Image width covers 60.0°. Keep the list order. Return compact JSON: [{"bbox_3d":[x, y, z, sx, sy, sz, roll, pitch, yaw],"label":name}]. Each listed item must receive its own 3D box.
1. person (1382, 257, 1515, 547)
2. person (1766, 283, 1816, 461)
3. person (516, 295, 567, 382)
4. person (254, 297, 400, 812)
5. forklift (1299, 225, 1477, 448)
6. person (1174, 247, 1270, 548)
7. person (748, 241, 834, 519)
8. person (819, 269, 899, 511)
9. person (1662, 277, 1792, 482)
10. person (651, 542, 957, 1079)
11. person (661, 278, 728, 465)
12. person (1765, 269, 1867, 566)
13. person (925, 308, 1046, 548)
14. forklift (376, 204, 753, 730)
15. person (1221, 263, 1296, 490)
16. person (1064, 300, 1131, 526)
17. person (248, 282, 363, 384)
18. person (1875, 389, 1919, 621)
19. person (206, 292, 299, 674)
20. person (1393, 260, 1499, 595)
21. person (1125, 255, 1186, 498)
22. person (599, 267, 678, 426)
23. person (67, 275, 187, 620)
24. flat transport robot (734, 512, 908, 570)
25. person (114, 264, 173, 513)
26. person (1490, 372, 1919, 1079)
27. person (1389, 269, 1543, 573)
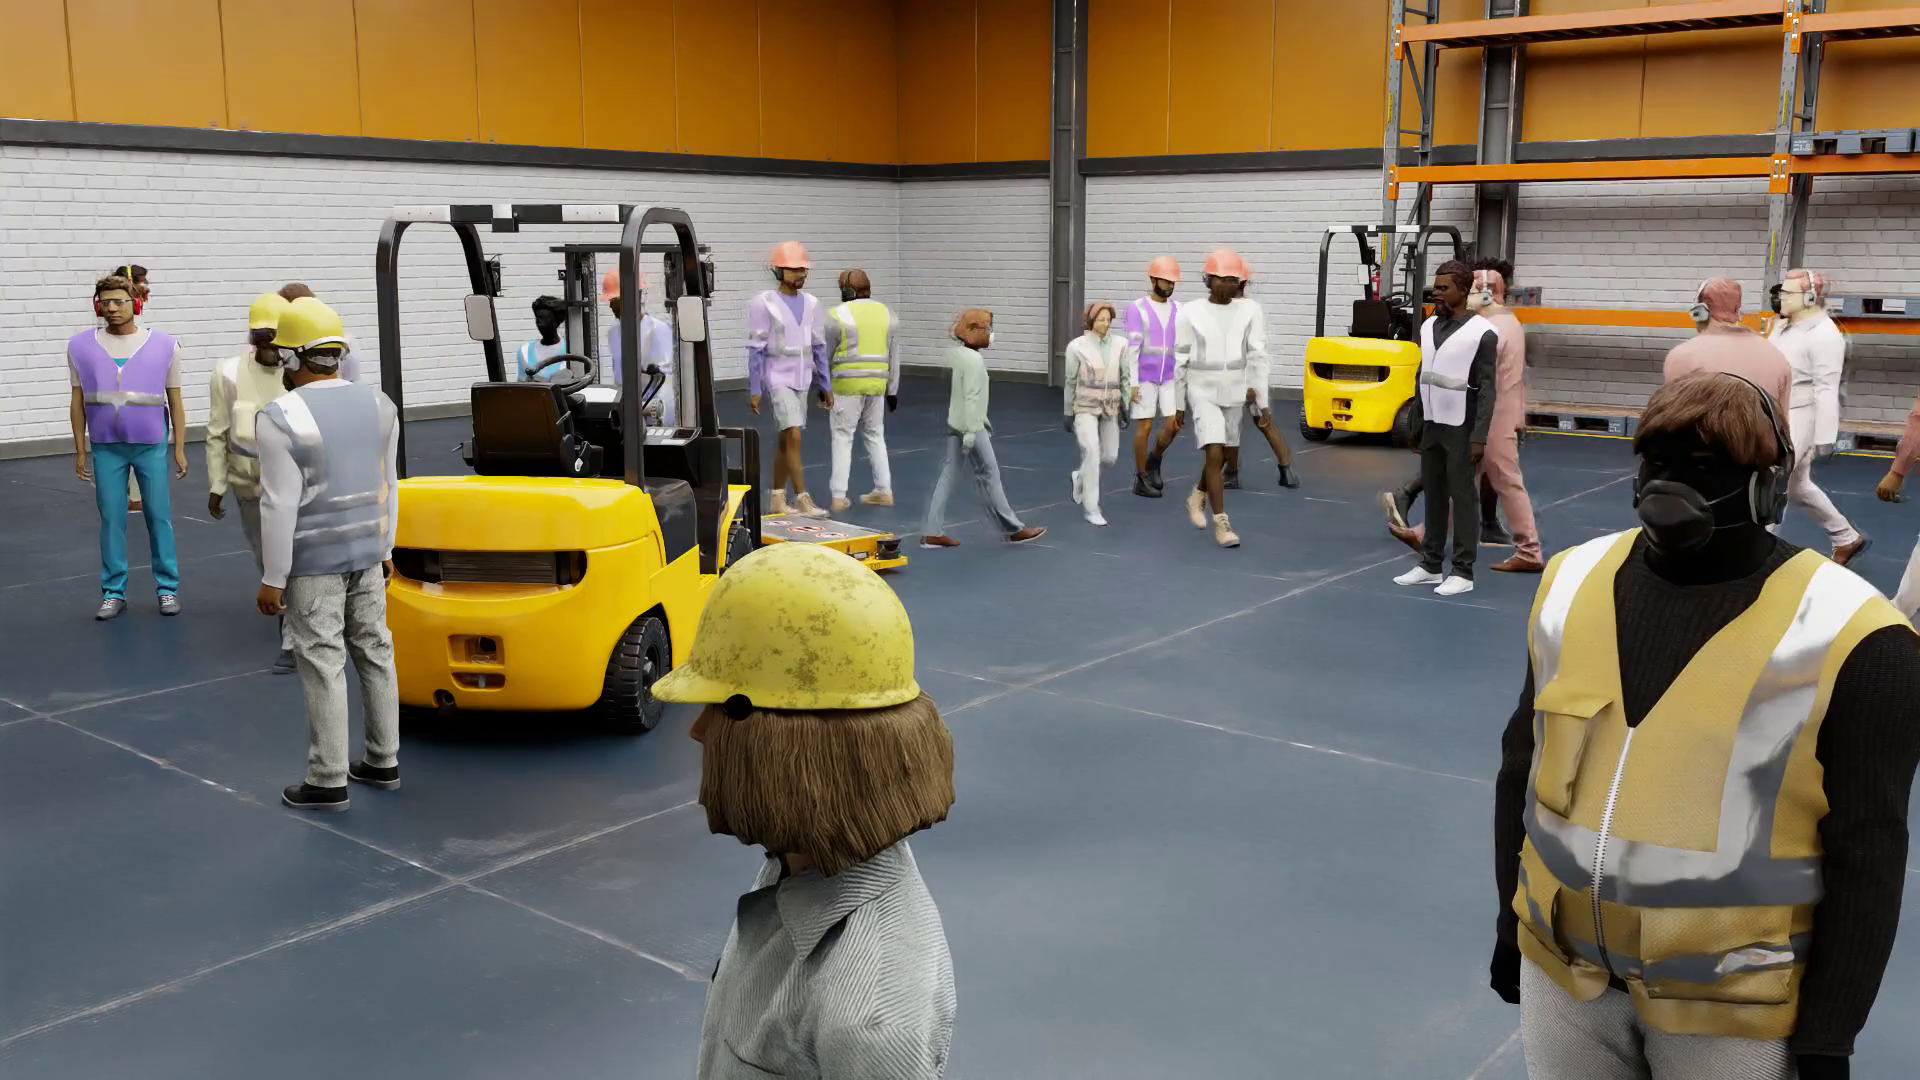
[{"bbox_3d":[3.322,-0.910,11.067,0.873,1.937,0.615,2,10,9],"label":"person"},{"bbox_3d":[7.596,-1.510,15.151,0.870,1.649,0.569,-1,10,-8],"label":"person"},{"bbox_3d":[-2.644,-0.774,10.974,0.541,1.686,0.454,3,11,16],"label":"person"},{"bbox_3d":[-2.274,0.054,5.969,0.403,1.835,0.588,5,12,28],"label":"person"},{"bbox_3d":[4.449,-2.115,16.993,1.214,2.155,2.313,8,13,38],"label":"forklift"},{"bbox_3d":[1.747,-0.992,11.335,0.627,2.005,1.024,-2,10,-11],"label":"person"},{"bbox_3d":[-1.120,-1.109,11.905,0.883,2.013,0.636,9,13,40],"label":"person"},{"bbox_3d":[-0.765,-1.130,12.603,0.632,1.827,0.460,-8,13,-39],"label":"person"},{"bbox_3d":[3.556,-0.278,7.735,0.758,1.875,0.456,-3,11,-16],"label":"person"},{"bbox_3d":[-0.150,0.861,1.749,0.296,1.745,0.484,-2,10,-12],"label":"person"},{"bbox_3d":[-1.725,-0.879,11.086,0.658,1.849,0.556,-9,14,-42],"label":"person"},{"bbox_3d":[5.069,-0.696,10.029,0.931,1.876,0.645,1,10,5],"label":"person"},{"bbox_3d":[0.130,-0.727,10.983,0.819,1.591,0.508,-3,11,-16],"label":"person"},{"bbox_3d":[-1.766,-0.406,7.525,1.214,2.155,2.313,1,10,7],"label":"forklift"},{"bbox_3d":[2.418,-1.336,13.561,0.744,1.896,0.624,4,11,20],"label":"person"},{"bbox_3d":[0.950,-0.937,12.073,0.508,1.614,0.628,-5,11,-26],"label":"person"},{"bbox_3d":[-3.582,-0.510,9.170,0.650,1.802,0.690,1,10,4],"label":"person"},{"bbox_3d":[4.770,-0.336,7.898,0.604,1.933,1.072,-6,12,-31],"label":"person"},{"bbox_3d":[-3.318,-0.309,8.104,0.590,1.804,0.892,-2,10,-8],"label":"person"},{"bbox_3d":[2.845,-0.648,9.625,0.395,1.920,0.587,-5,11,-24],"label":"person"},{"bbox_3d":[1.554,-1.283,13.151,0.562,1.917,0.450,-4,11,-23],"label":"person"},{"bbox_3d":[-2.033,-0.799,10.605,0.577,1.859,1.051,5,11,26],"label":"person"},{"bbox_3d":[-4.484,-0.499,9.002,0.563,1.847,0.390,-3,11,-18],"label":"person"},{"bbox_3d":[-1.028,0.013,10.531,0.652,0.197,1.431,-9,13,-39],"label":"flat transport robot"},{"bbox_3d":[-6.099,-1.116,12.405,0.406,1.855,0.520,-6,12,-29],"label":"person"},{"bbox_3d":[1.086,0.663,2.573,0.429,1.846,0.626,-8,13,-39],"label":"person"},{"bbox_3d":[3.183,-0.737,10.309,1.036,1.844,0.650,5,11,27],"label":"person"}]
